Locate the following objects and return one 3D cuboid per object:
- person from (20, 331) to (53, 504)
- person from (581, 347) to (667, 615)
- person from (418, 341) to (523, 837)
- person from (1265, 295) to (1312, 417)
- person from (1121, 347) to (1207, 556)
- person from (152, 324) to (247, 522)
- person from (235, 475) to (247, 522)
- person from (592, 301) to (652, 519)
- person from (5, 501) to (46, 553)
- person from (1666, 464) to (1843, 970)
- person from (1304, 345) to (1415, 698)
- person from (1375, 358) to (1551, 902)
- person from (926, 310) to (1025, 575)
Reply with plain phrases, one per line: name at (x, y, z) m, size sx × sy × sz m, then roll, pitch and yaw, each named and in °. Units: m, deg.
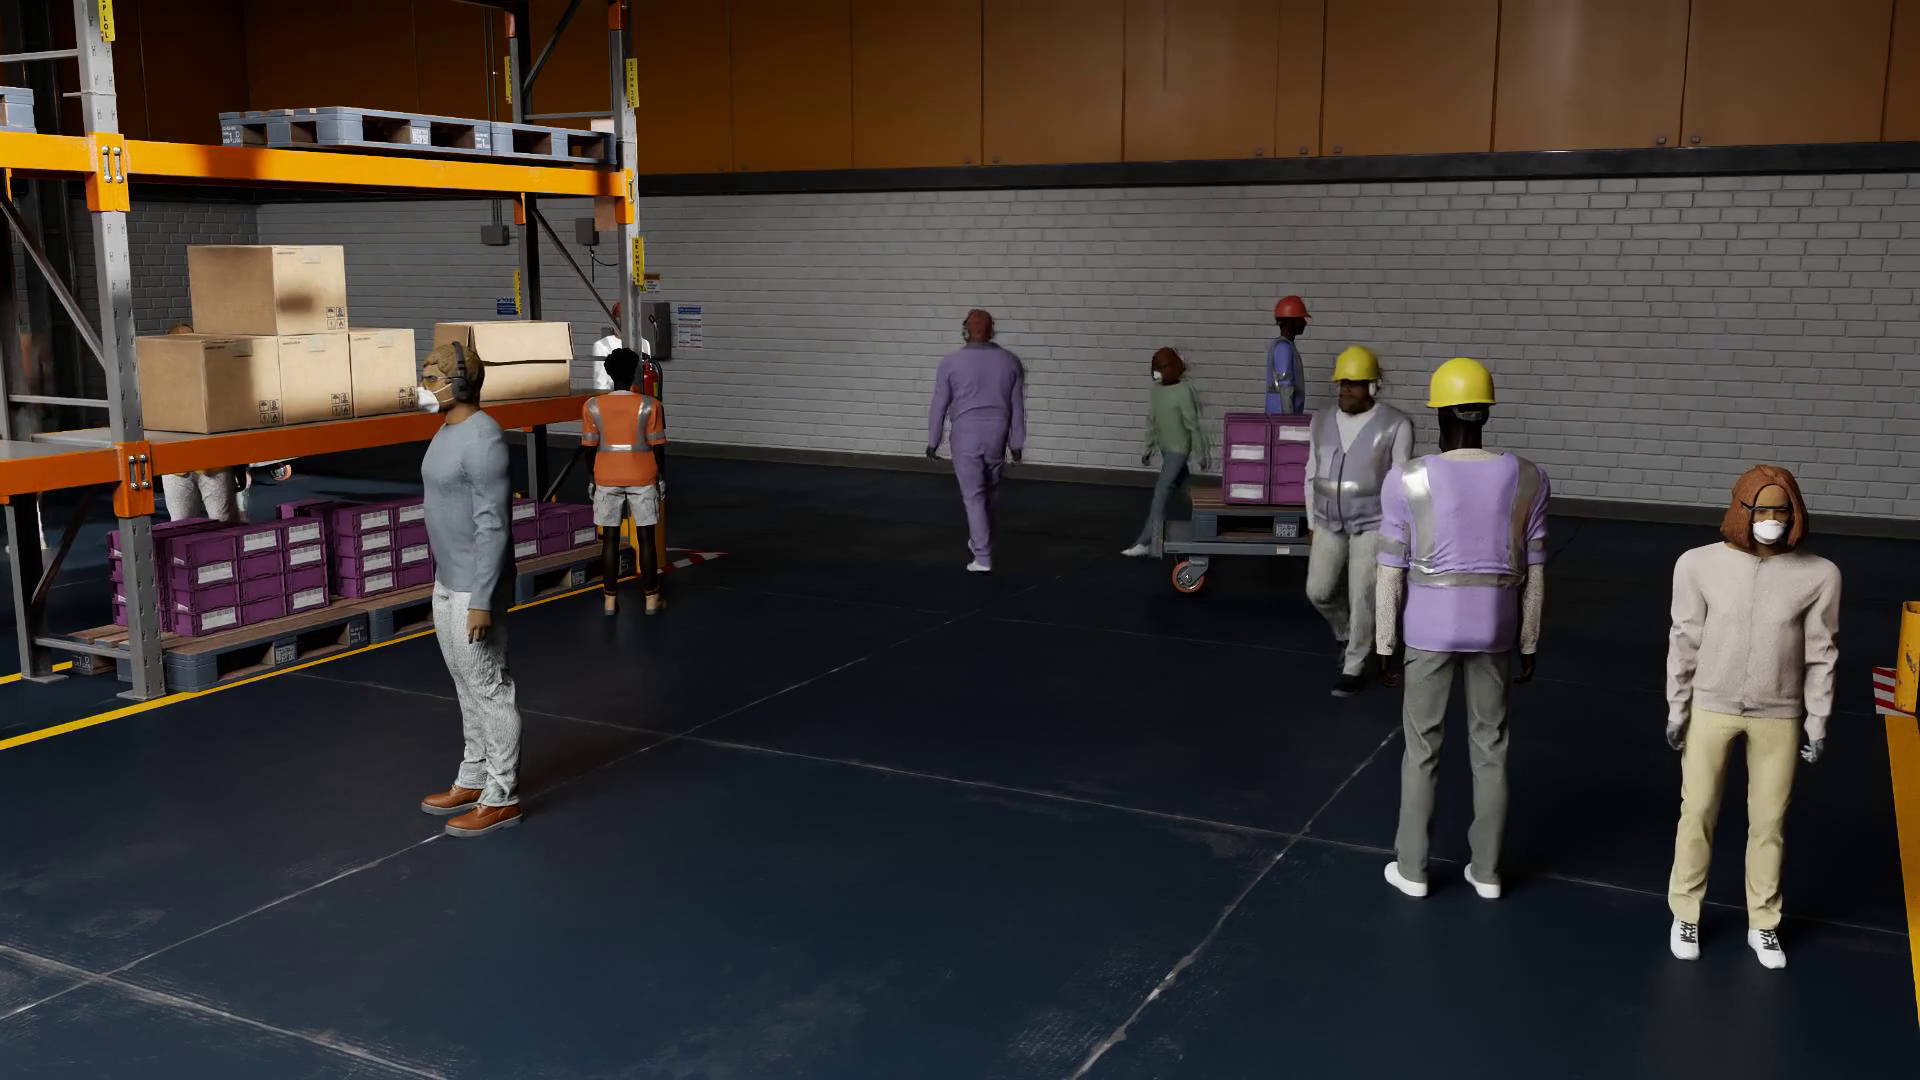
person at (-8.531, -1.258, 15.069) m, size 0.590 × 1.899 × 0.791 m, roll -7°, pitch 12°, yaw -37°
person at (-2.101, -0.362, 10.480) m, size 0.533 × 1.693 × 0.319 m, roll 0°, pitch 10°, yaw 0°
person at (-1.944, 0.190, 6.573) m, size 0.372 × 1.940 × 0.632 m, roll -6°, pitch 12°, yaw -32°
person at (2.645, -0.999, 13.447) m, size 0.349 × 1.942 × 0.545 m, roll 1°, pitch 10°, yaw 5°
person at (1.645, -0.671, 12.600) m, size 0.885 × 1.584 × 0.511 m, roll -4°, pitch 11°, yaw -21°
person at (-4.883, -0.461, 10.649) m, size 0.629 × 1.837 × 0.429 m, roll -1°, pitch 10°, yaw -6°
person at (-6.272, -1.092, 14.159) m, size 0.702 × 1.920 × 0.661 m, roll 9°, pitch 13°, yaw 43°
person at (-2.838, -1.078, 14.089) m, size 0.351 × 1.880 × 0.576 m, roll 9°, pitch 13°, yaw 42°
person at (-7.328, -0.817, 12.337) m, size 0.637 × 1.943 × 0.994 m, roll 5°, pitch 11°, yaw 29°
person at (2.514, 0.564, 5.315) m, size 0.492 × 1.625 × 0.282 m, roll 4°, pitch 10°, yaw 20°
person at (2.069, -0.108, 8.660) m, size 0.597 × 1.818 × 0.512 m, roll 7°, pitch 12°, yaw 36°
person at (1.751, 0.322, 5.878) m, size 0.592 × 1.919 × 0.399 m, roll 1°, pitch 10°, yaw 3°
person at (0.086, -0.724, 12.050) m, size 0.669 × 1.863 × 0.930 m, roll -4°, pitch 10°, yaw -20°
